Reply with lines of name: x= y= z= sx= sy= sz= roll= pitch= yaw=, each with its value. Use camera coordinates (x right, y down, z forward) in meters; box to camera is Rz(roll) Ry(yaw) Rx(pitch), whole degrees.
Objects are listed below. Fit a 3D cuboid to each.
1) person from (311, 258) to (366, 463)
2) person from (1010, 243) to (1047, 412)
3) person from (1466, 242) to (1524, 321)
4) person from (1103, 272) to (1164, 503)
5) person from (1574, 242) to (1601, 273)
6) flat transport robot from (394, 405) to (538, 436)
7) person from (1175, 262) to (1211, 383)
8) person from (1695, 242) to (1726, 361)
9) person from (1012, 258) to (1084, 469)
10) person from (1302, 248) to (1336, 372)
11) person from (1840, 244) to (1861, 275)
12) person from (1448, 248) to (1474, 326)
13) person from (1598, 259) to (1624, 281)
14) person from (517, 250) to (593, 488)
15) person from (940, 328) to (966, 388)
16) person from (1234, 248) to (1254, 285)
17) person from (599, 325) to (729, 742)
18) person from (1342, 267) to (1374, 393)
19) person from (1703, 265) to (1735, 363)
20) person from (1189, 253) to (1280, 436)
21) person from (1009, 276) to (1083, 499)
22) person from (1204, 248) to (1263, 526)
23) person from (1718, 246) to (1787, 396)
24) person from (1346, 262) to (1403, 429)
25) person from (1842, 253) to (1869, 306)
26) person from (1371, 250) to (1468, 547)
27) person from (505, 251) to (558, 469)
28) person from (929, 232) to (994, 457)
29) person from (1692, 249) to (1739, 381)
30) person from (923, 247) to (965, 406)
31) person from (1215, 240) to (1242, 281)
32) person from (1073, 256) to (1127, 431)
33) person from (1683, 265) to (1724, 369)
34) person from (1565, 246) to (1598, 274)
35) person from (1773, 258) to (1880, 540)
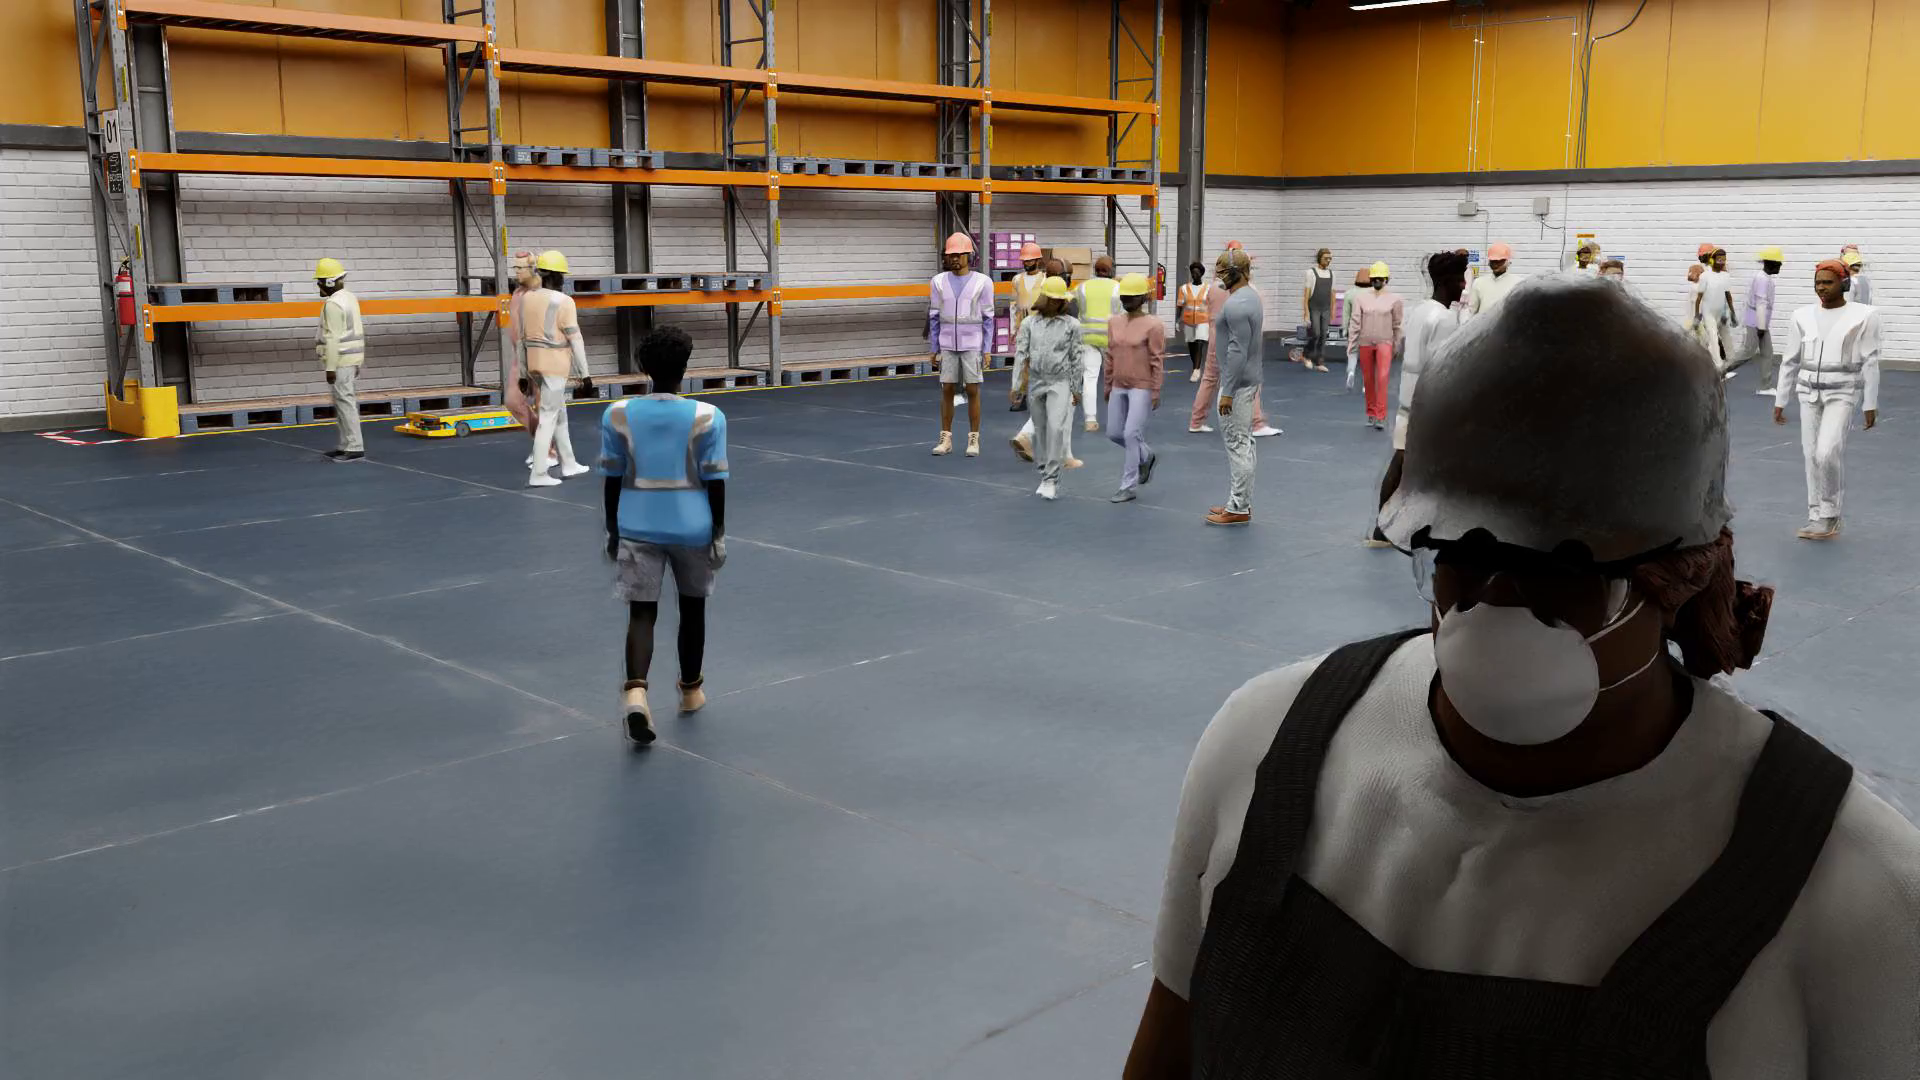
person: x=-5.548 y=-1.600 z=14.886 sx=0.410 sy=1.821 sz=0.610 roll=-1 pitch=10 yaw=-5
person: x=0.816 y=-2.421 z=19.031 sx=0.553 sy=1.934 sz=0.364 roll=5 pitch=11 yaw=24
person: x=5.744 y=-2.203 z=17.794 sx=0.628 sy=1.961 sz=0.933 roll=9 pitch=13 yaw=39
person: x=1.363 y=-1.169 z=12.710 sx=0.544 sy=1.742 sz=0.571 roll=10 pitch=14 yaw=43
person: x=9.347 y=-3.488 z=24.891 sx=0.627 sy=1.919 sz=0.453 roll=-8 pitch=13 yaw=-36
flat transport robot: x=-5.017 y=-1.241 z=17.140 sx=0.652 sy=0.197 sz=1.431 roll=9 pitch=14 yaw=41
person: x=3.294 y=-3.041 z=23.169 sx=0.537 sy=1.661 sz=0.843 roll=4 pitch=11 yaw=21
person: x=11.811 y=-3.707 z=26.110 sx=0.610 sy=1.912 sz=0.592 roll=6 pitch=12 yaw=30
person: x=0.801 y=-1.509 z=14.356 sx=0.541 sy=1.827 sz=0.632 roll=-6 pitch=12 yaw=-31
person: x=5.330 y=-3.395 z=24.620 sx=0.545 sy=1.835 sz=0.397 roll=-4 pitch=11 yaw=-23
person: x=11.636 y=-2.933 z=21.915 sx=0.644 sy=1.904 sz=0.399 roll=-5 pitch=12 yaw=-27
person: x=7.908 y=-3.743 z=26.564 sx=0.626 sy=1.822 sz=0.782 roll=-3 pitch=11 yaw=-16
person: x=6.106 y=-1.738 z=15.694 sx=0.598 sy=1.791 sz=0.960 roll=-2 pitch=11 yaw=-10
person: x=-3.236 y=-1.391 z=13.531 sx=0.593 sy=1.887 sz=0.872 roll=8 pitch=13 yaw=37
person: x=-0.083 y=-2.825 z=22.054 sx=0.499 sy=1.634 sz=0.278 roll=5 pitch=11 yaw=24
person: x=3.660 y=-2.932 z=22.029 sx=0.530 sy=1.853 sz=0.437 roll=4 pitch=11 yaw=23
person: x=-1.197 y=-0.033 z=6.738 sx=0.534 sy=1.666 sz=0.779 roll=0 pitch=10 yaw=0
person: x=5.145 y=-2.674 z=21.297 sx=0.505 sy=1.621 sz=0.520 roll=4 pitch=11 yaw=19
person: x=11.595 y=-3.459 z=25.627 sx=0.856 sy=1.596 sz=0.519 roll=5 pitch=11 yaw=24
person: x=2.815 y=-1.974 z=16.857 sx=0.558 sy=1.858 sz=0.804 roll=-9 pitch=13 yaw=-39
person: x=0.655 y=-1.163 z=12.794 sx=0.509 sy=1.708 sz=0.813 roll=4 pitch=11 yaw=20
person: x=1.921 y=-1.058 z=11.608 sx=0.372 sy=1.934 sz=0.627 roll=3 pitch=11 yaw=16
person: x=10.034 y=-2.774 z=21.082 sx=0.860 sy=1.897 sz=0.600 roll=6 pitch=12 yaw=30
person: x=4.323 y=-2.019 z=17.391 sx=0.533 sy=1.739 sz=0.785 roll=5 pitch=11 yaw=24
person: x=11.203 y=-2.715 z=21.007 sx=0.595 sy=1.806 sz=0.477 roll=-9 pitch=14 yaw=-40
person: x=3.155 y=-0.895 z=10.739 sx=1.010 sy=1.912 sz=0.612 roll=-1 pitch=10 yaw=-8
person: x=-3.686 y=-1.545 z=14.394 sx=0.646 sy=1.892 sz=0.420 roll=8 pitch=13 yaw=37
person: x=0.006 y=-1.778 z=15.230 sx=0.609 sy=2.044 sz=0.397 roll=3 pitch=11 yaw=16
person: x=10.530 y=-3.107 z=23.074 sx=0.545 sy=1.819 sz=0.945 roll=-4 pitch=11 yaw=-22
person: x=-0.098 y=-2.529 z=19.752 sx=0.628 sy=1.885 sz=0.661 roll=-10 pitch=14 yaw=-42
person: x=4.387 y=-3.872 z=26.941 sx=0.641 sy=1.944 sz=1.042 roll=-2 pitch=11 yaw=-12
person: x=1.505 y=-2.073 z=17.483 sx=0.638 sy=1.796 sz=0.922 roll=3 pitch=11 yaw=18
person: x=10.959 y=-3.288 z=24.708 sx=0.849 sy=1.602 sz=0.504 roll=7 pitch=13 yaw=35
person: x=8.958 y=-3.299 z=24.033 sx=0.519 sy=1.861 sz=0.328 roll=0 pitch=10 yaw=1
person: x=5.699 y=-0.917 z=10.997 sx=0.513 sy=1.867 sz=0.618 roll=-7 pitch=13 yaw=-34
